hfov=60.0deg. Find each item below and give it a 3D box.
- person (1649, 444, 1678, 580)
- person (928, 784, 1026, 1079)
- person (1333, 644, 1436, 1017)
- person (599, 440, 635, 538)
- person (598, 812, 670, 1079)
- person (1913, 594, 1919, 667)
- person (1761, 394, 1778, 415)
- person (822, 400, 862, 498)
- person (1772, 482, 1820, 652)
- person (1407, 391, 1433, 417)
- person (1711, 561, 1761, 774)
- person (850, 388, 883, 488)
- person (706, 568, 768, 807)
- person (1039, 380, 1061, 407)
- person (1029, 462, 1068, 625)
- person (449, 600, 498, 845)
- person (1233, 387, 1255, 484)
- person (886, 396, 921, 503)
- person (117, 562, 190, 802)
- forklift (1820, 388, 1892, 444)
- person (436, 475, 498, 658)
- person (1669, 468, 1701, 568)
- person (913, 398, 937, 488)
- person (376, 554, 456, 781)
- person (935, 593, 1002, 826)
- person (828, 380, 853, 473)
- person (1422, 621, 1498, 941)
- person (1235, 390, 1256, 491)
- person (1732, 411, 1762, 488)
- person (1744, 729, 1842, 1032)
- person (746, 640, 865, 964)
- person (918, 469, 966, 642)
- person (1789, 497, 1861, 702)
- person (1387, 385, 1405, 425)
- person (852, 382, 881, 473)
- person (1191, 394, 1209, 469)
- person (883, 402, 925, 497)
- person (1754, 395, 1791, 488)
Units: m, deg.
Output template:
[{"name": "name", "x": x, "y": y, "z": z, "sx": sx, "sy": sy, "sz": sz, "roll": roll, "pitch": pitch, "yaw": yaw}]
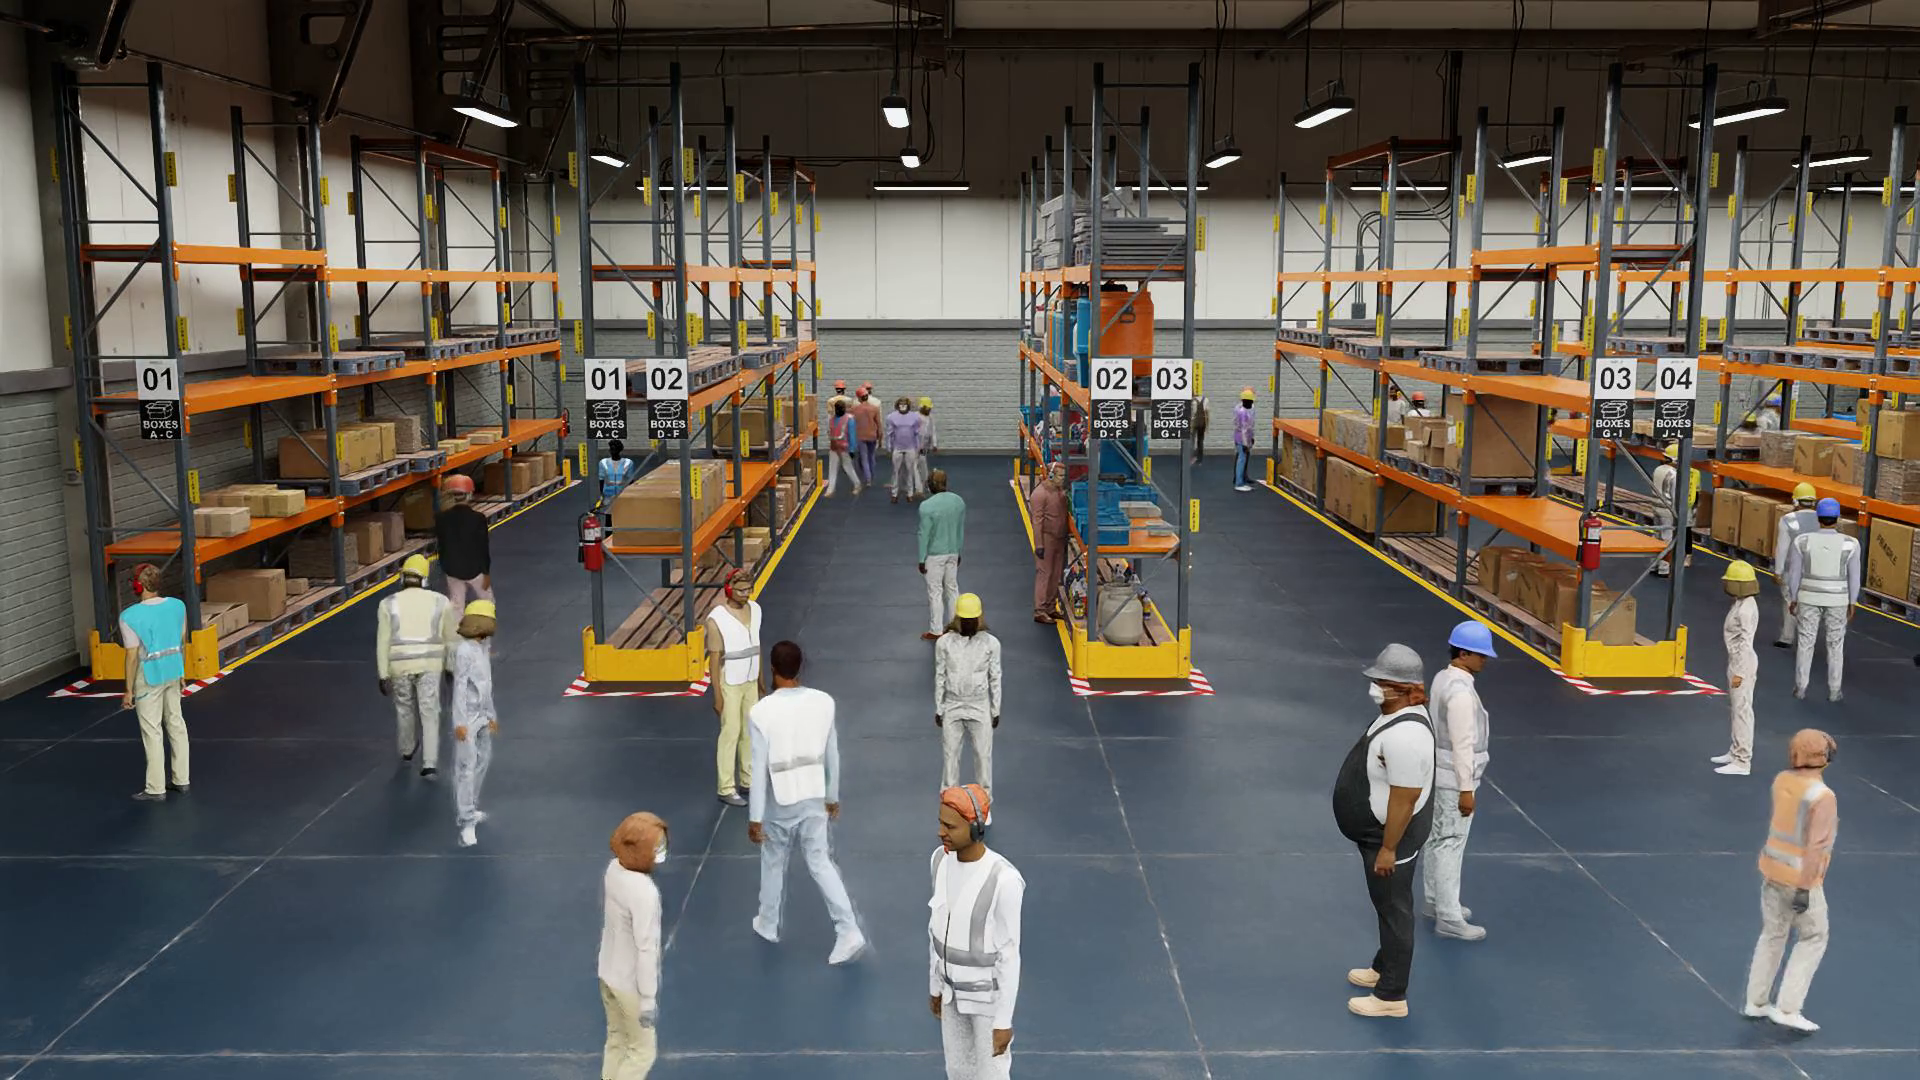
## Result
[{"name": "person", "x": 9.490, "y": -0.376, "z": 22.279, "sx": 0.404, "sy": 1.824, "sz": 0.586, "roll": -1, "pitch": 9, "yaw": -5}, {"name": "person", "x": 0.053, "y": 1.953, "z": 7.112, "sx": 0.357, "sy": 1.879, "sz": 0.574, "roll": -7, "pitch": 11, "yaw": -37}, {"name": "person", "x": 2.310, "y": 1.562, "z": 9.094, "sx": 0.538, "sy": 2.000, "sz": 0.683, "roll": 2, "pitch": 9, "yaw": 15}, {"name": "person", "x": -5.036, "y": -0.644, "z": 24.391, "sx": 0.529, "sy": 1.695, "sz": 0.321, "roll": -1, "pitch": 9, "yaw": -8}, {"name": "person", "x": -1.513, "y": 2.010, "z": 7.594, "sx": 0.375, "sy": 1.616, "sz": 0.636, "roll": -6, "pitch": 11, "yaw": -33}, {"name": "person", "x": 9.945, "y": 0.487, "z": 16.577, "sx": 0.669, "sy": 1.869, "sz": 1.016, "roll": -2, "pitch": 9, "yaw": -10}, {"name": "person", "x": 16.346, "y": -2.090, "z": 33.587, "sx": 0.324, "sy": 1.730, "sz": 0.491, "roll": -1, "pitch": 9, "yaw": -4}, {"name": "person", "x": -2.186, "y": -1.697, "z": 30.793, "sx": 0.642, "sy": 1.817, "sz": 0.831, "roll": 7, "pitch": 11, "yaw": 36}, {"name": "person", "x": 9.054, "y": 0.293, "z": 17.925, "sx": 0.600, "sy": 1.829, "sz": 0.404, "roll": -1, "pitch": 9, "yaw": -3}, {"name": "person", "x": 8.593, "y": -1.827, "z": 31.265, "sx": 0.548, "sy": 1.928, "sz": 0.390, "roll": -3, "pitch": 9, "yaw": -20}, {"name": "person", "x": 6.296, "y": 1.030, "z": 13.479, "sx": 0.313, "sy": 1.741, "sz": 0.487, "roll": 4, "pitch": 10, "yaw": 22}, {"name": "person", "x": -1.815, "y": -1.974, "z": 32.206, "sx": 0.612, "sy": 1.947, "sz": 0.974, "roll": -3, "pitch": 9, "yaw": -21}, {"name": "person", "x": -1.710, "y": 1.111, "z": 12.680, "sx": 0.401, "sy": 1.831, "sz": 0.572, "roll": 5, "pitch": 10, "yaw": 31}, {"name": "person", "x": 2.074, "y": -2.720, "z": 36.645, "sx": 0.684, "sy": 2.000, "sz": 0.538, "roll": 0, "pitch": 9, "yaw": 2}, {"name": "person", "x": 1.076, "y": 0.027, "z": 19.458, "sx": 0.401, "sy": 1.893, "sz": 0.657, "roll": 6, "pitch": 11, "yaw": 34}, {"name": "person", "x": -3.497, "y": 1.296, "z": 11.921, "sx": 0.339, "sy": 1.701, "sz": 0.630, "roll": 0, "pitch": 9, "yaw": 2}, {"name": "person", "x": 5.620, "y": -2.054, "z": 32.733, "sx": 0.545, "sy": 1.929, "sz": 0.392, "roll": -7, "pitch": 12, "yaw": -40}, {"name": "person", "x": -1.012, "y": -1.626, "z": 29.931, "sx": 0.630, "sy": 1.938, "sz": 0.366, "roll": -1, "pitch": 9, "yaw": -6}, {"name": "person", "x": -6.160, "y": 1.088, "z": 12.754, "sx": 0.390, "sy": 1.850, "sz": 0.565, "roll": 3, "pitch": 9, "yaw": 21}, {"name": "forklift", "x": 20.072, "y": -3.110, "z": 36.462, "sx": 1.873, "sy": 2.768, "sz": 1.129, "roll": 0, "pitch": 9, "yaw": 0}, {"name": "person", "x": -5.129, "y": 0.303, "z": 17.384, "sx": 0.636, "sy": 1.974, "sz": 0.609, "roll": 2, "pitch": 9, "yaw": 13}, {"name": "person", "x": 10.057, "y": -0.461, "z": 23.241, "sx": 0.537, "sy": 1.691, "sz": 0.321, "roll": 8, "pitch": 12, "yaw": 42}, {"name": "person", "x": -0.664, "y": -1.832, "z": 31.786, "sx": 0.936, "sy": 1.767, "sz": 0.613, "roll": 8, "pitch": 12, "yaw": 43}, {"name": "person", "x": -4.392, "y": 1.017, "z": 13.433, "sx": 0.619, "sy": 1.772, "sz": 0.946, "roll": -3, "pitch": 9, "yaw": -20}, {"name": "person", "x": 0.059, "y": 1.238, "z": 12.172, "sx": 0.487, "sy": 1.738, "sz": 0.321, "roll": 1, "pitch": 9, "yaw": 5}, {"name": "person", "x": -2.484, "y": -2.355, "z": 34.655, "sx": 0.542, "sy": 1.929, "sz": 0.374, "roll": -1, "pitch": 9, "yaw": -6}, {"name": "person", "x": 3.038, "y": 1.449, "z": 10.159, "sx": 0.402, "sy": 1.937, "sz": 0.602, "roll": 1, "pitch": 9, "yaw": 5}, {"name": "person", "x": 5.436, "y": -1.898, "z": 31.724, "sx": 0.387, "sy": 1.922, "sz": 0.594, "roll": 1, "pitch": 9, "yaw": 8}, {"name": "person", "x": 13.784, "y": -1.393, "z": 29.106, "sx": 0.515, "sy": 1.746, "sz": 0.406, "roll": 3, "pitch": 9, "yaw": 17}, {"name": "person", "x": 4.444, "y": 1.805, "z": 8.898, "sx": 0.454, "sy": 1.606, "sz": 0.534, "roll": -1, "pitch": 9, "yaw": -7}, {"name": "person", "x": -0.947, "y": 1.541, "z": 9.817, "sx": 0.643, "sy": 1.873, "sz": 0.943, "roll": -6, "pitch": 11, "yaw": -34}, {"name": "person", "x": -0.214, "y": 0.173, "z": 18.400, "sx": 0.635, "sy": 1.929, "sz": 0.380, "roll": -8, "pitch": 12, "yaw": -41}, {"name": "person", "x": 8.196, "y": 0.567, "z": 15.792, "sx": 0.601, "sy": 1.950, "sz": 0.383, "roll": 4, "pitch": 10, "yaw": 27}, {"name": "person", "x": 8.963, "y": -2.265, "z": 34.325, "sx": 0.336, "sy": 1.858, "sz": 0.503, "roll": -6, "pitch": 11, "yaw": -36}, {"name": "person", "x": -1.949, "y": -2.293, "z": 34.288, "sx": 0.682, "sy": 1.934, "sz": 1.008, "roll": -1, "pitch": 9, "yaw": -6}, {"name": "person", "x": 5.101, "y": -2.435, "z": 35.534, "sx": 0.649, "sy": 1.824, "sz": 0.712, "roll": -3, "pitch": 9, "yaw": -16}, {"name": "person", "x": -1.034, "y": -1.685, "z": 30.857, "sx": 0.992, "sy": 1.768, "sz": 0.688, "roll": 5, "pitch": 10, "yaw": 28}, {"name": "person", "x": 14.909, "y": -1.715, "z": 30.592, "sx": 0.622, "sy": 1.919, "sz": 0.799, "roll": 0, "pitch": 9, "yaw": -2}]
